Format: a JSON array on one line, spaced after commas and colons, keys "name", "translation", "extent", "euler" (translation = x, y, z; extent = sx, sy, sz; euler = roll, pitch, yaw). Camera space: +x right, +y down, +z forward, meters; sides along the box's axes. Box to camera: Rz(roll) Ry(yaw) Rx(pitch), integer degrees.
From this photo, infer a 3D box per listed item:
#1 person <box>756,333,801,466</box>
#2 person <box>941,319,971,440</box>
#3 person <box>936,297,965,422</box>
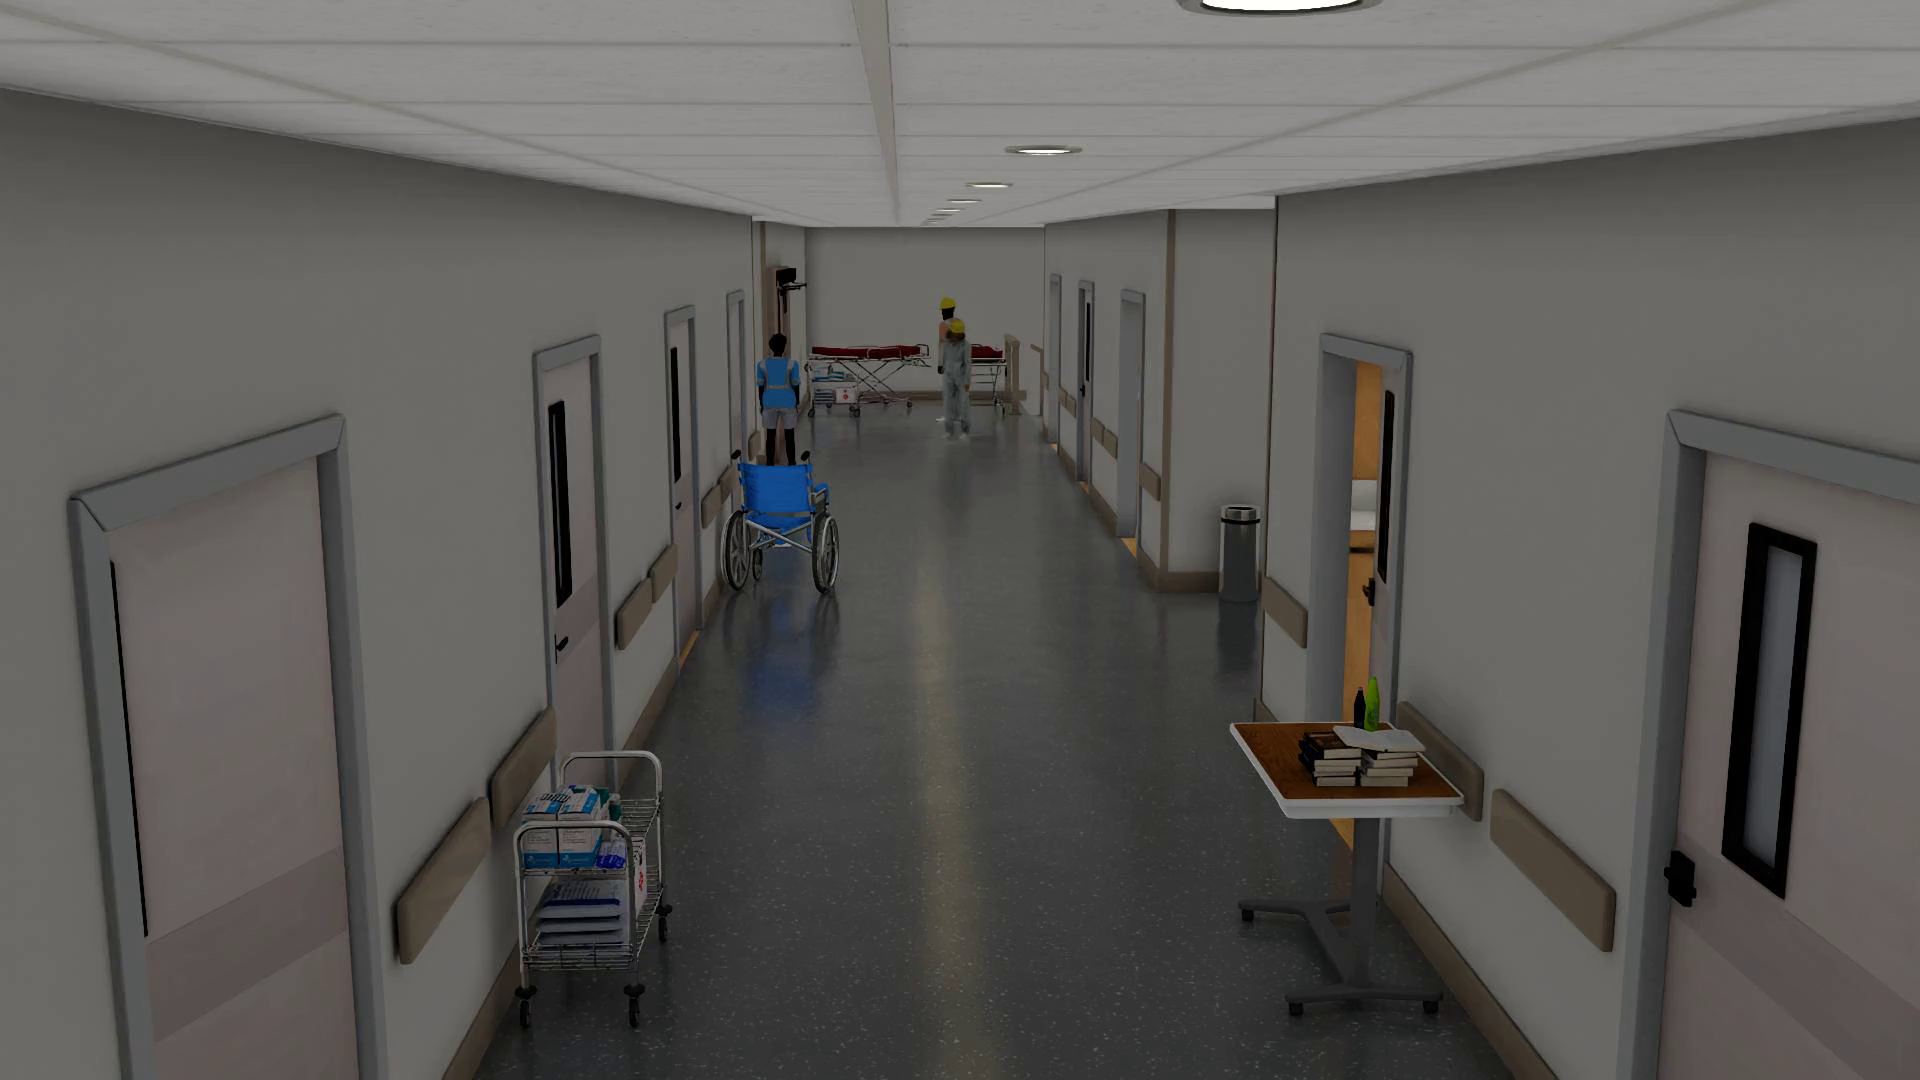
[{"name": "person", "translation": [-2.135, -1.590, 19.678], "extent": [0.532, 1.697, 0.319], "euler": [1, 10, 3]}, {"name": "person", "translation": [-0.031, -2.223, 23.173], "extent": [0.500, 1.700, 0.642], "euler": [6, 12, 29]}, {"name": "person", "translation": [-0.158, -2.775, 25.663], "extent": [0.398, 1.920, 0.586], "euler": [7, 12, 35]}]
